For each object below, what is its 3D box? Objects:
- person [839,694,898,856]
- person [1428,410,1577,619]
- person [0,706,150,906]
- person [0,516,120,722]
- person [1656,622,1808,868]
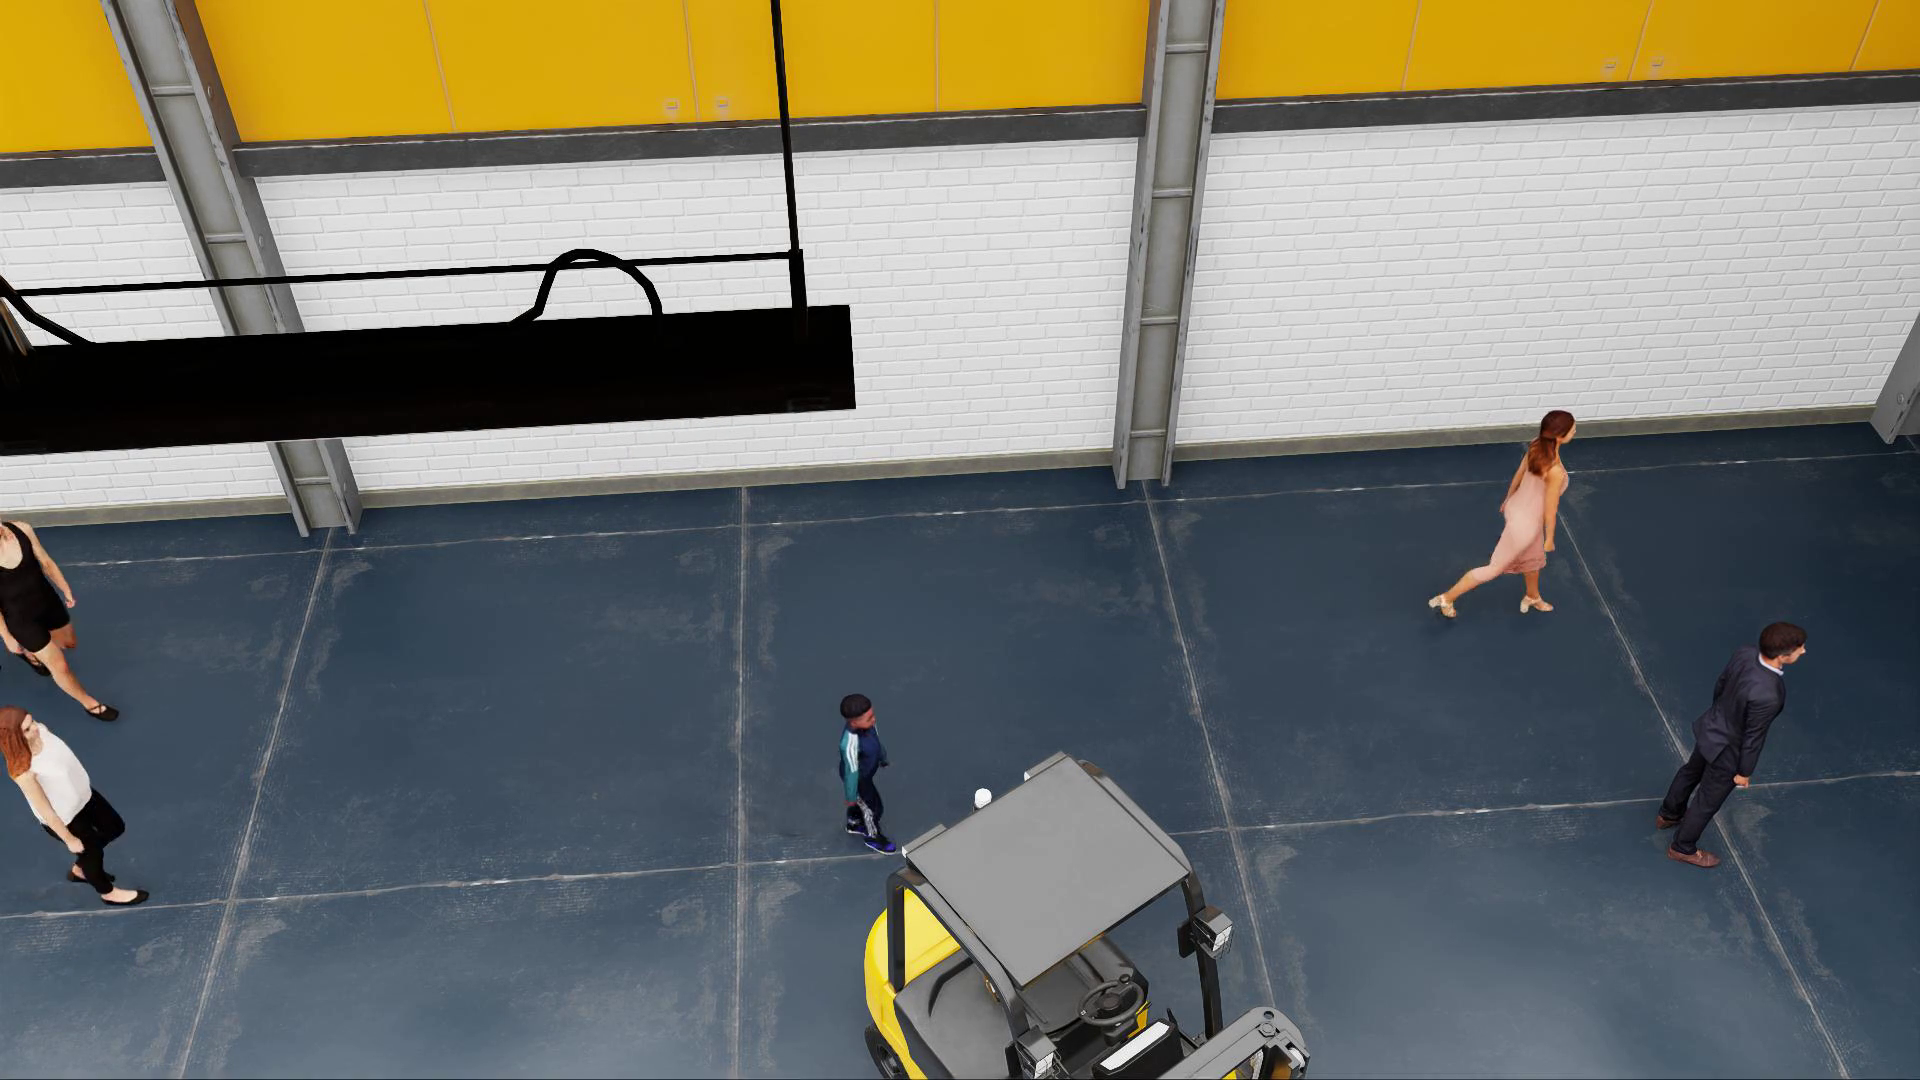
[{"bbox_3d":[-0.640,1.336,9.756,0.665,1.249,0.615,10,45,11],"label":"person"},{"bbox_3d":[3.590,-0.104,10.876,1.117,1.790,0.637,0,44,0],"label":"person"},{"bbox_3d":[-5.038,1.502,9.246,0.636,1.712,0.589,-4,44,-5],"label":"person"},{"bbox_3d":[-5.828,0.414,10.326,1.132,1.798,0.942,16,46,16],"label":"person"},{"bbox_3d":[4.406,1.142,9.512,0.591,1.867,0.654,0,44,0],"label":"person"}]
